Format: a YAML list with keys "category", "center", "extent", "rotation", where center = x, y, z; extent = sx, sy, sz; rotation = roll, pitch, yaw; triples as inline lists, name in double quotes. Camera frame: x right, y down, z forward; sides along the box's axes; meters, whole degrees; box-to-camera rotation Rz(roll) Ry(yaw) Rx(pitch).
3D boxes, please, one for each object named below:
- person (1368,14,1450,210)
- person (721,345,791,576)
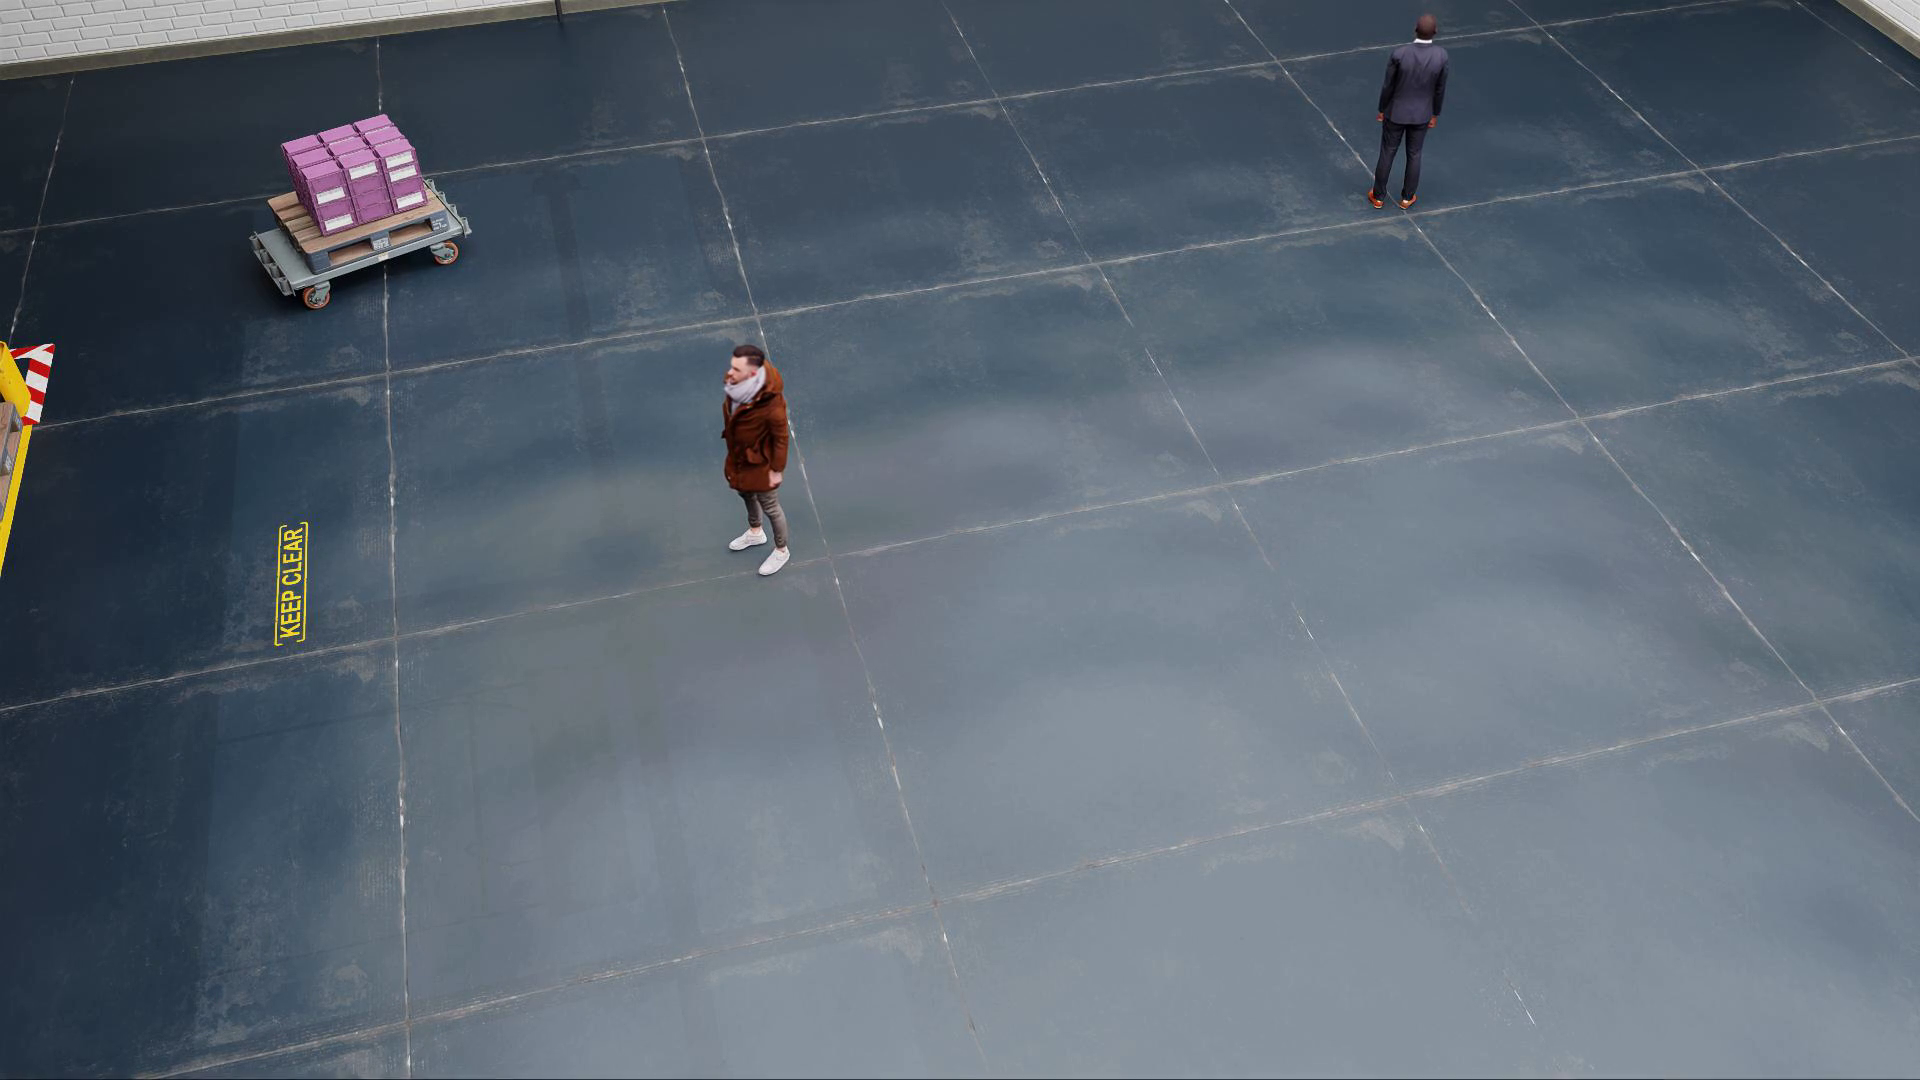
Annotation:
- category: "person"
  center: [3.926, -3.737, 14.556]
  extent: [0.783, 1.824, 0.750]
  rotation: [6, 44, 6]
- category: "person"
  center: [-1.375, -0.568, 11.219]
  extent: [0.894, 1.839, 0.799]
  rotation: [-32, 52, -29]
